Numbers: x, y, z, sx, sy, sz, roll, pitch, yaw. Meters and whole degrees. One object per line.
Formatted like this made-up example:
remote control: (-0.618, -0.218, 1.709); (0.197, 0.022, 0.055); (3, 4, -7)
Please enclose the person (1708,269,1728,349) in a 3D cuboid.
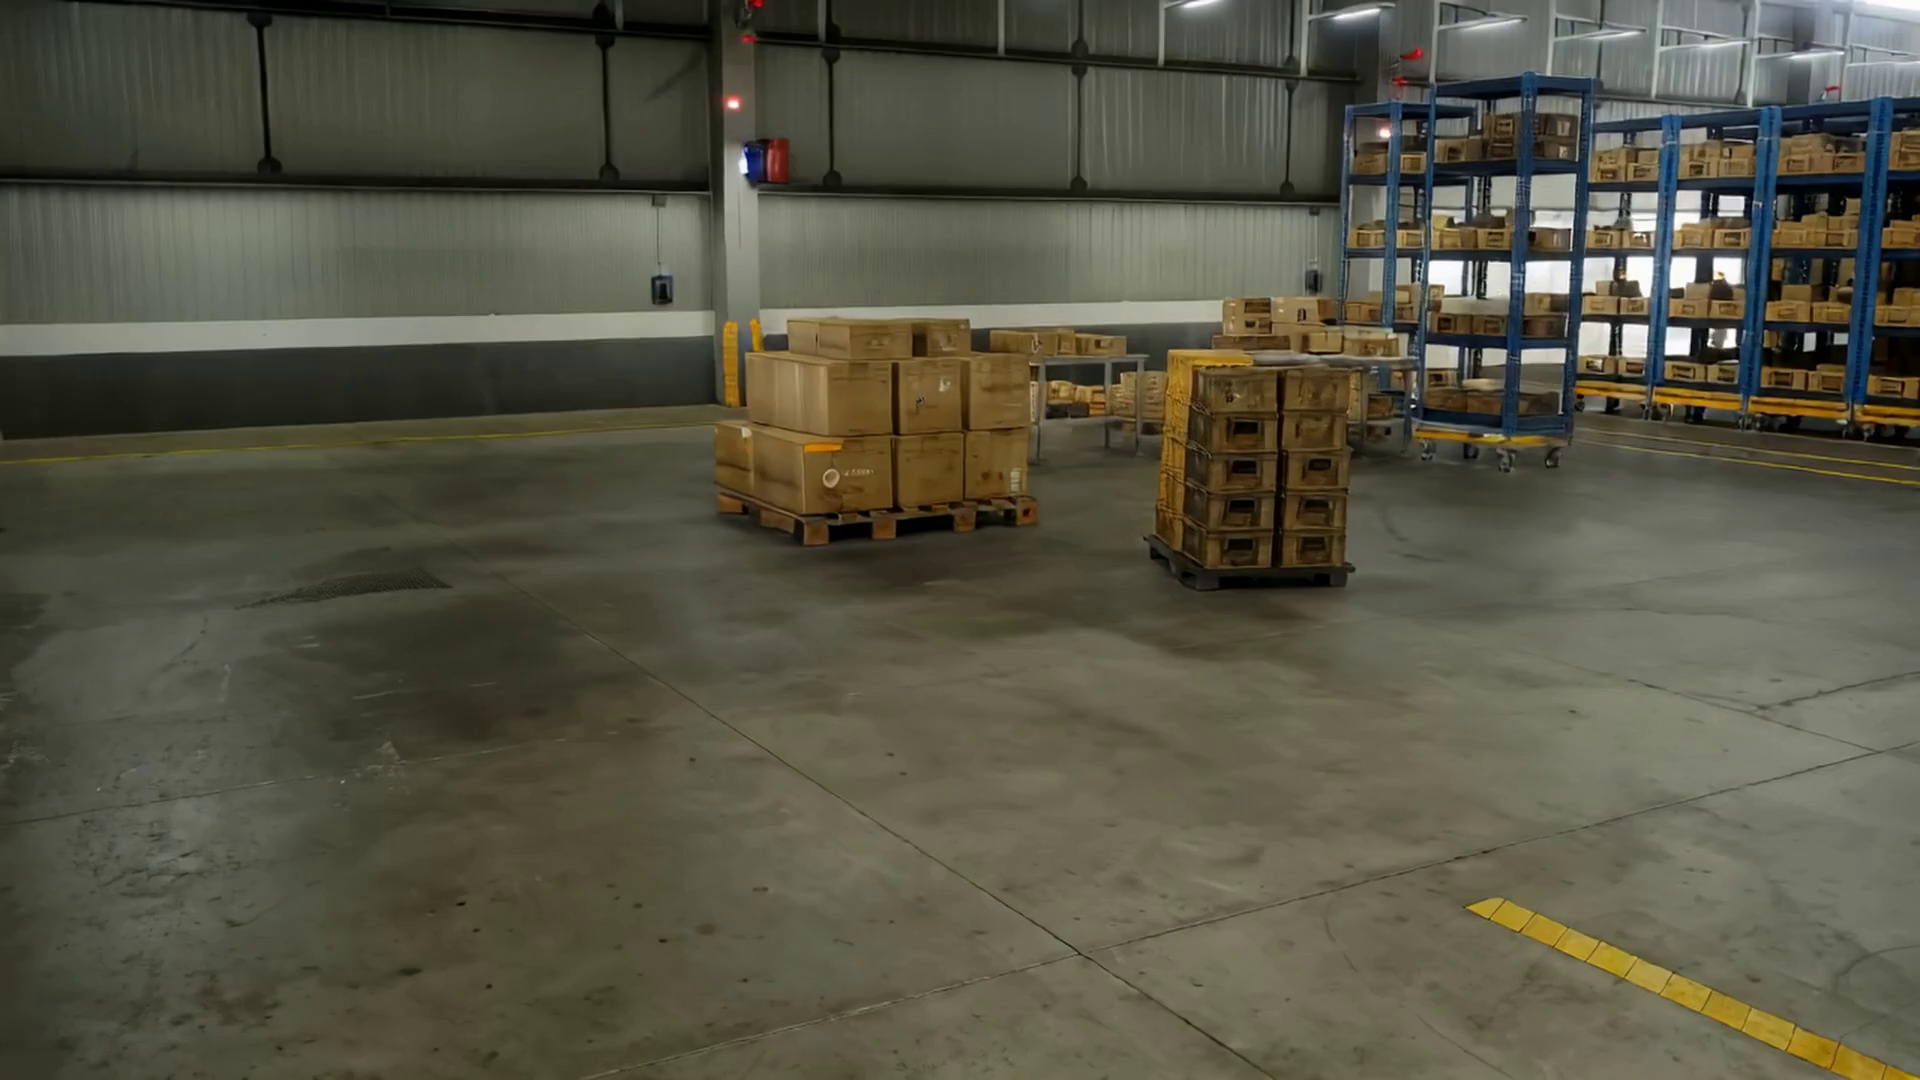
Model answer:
person: (11.353, -3.202, 25.029); (0.361, 1.743, 0.559); (10, 14, 44)
